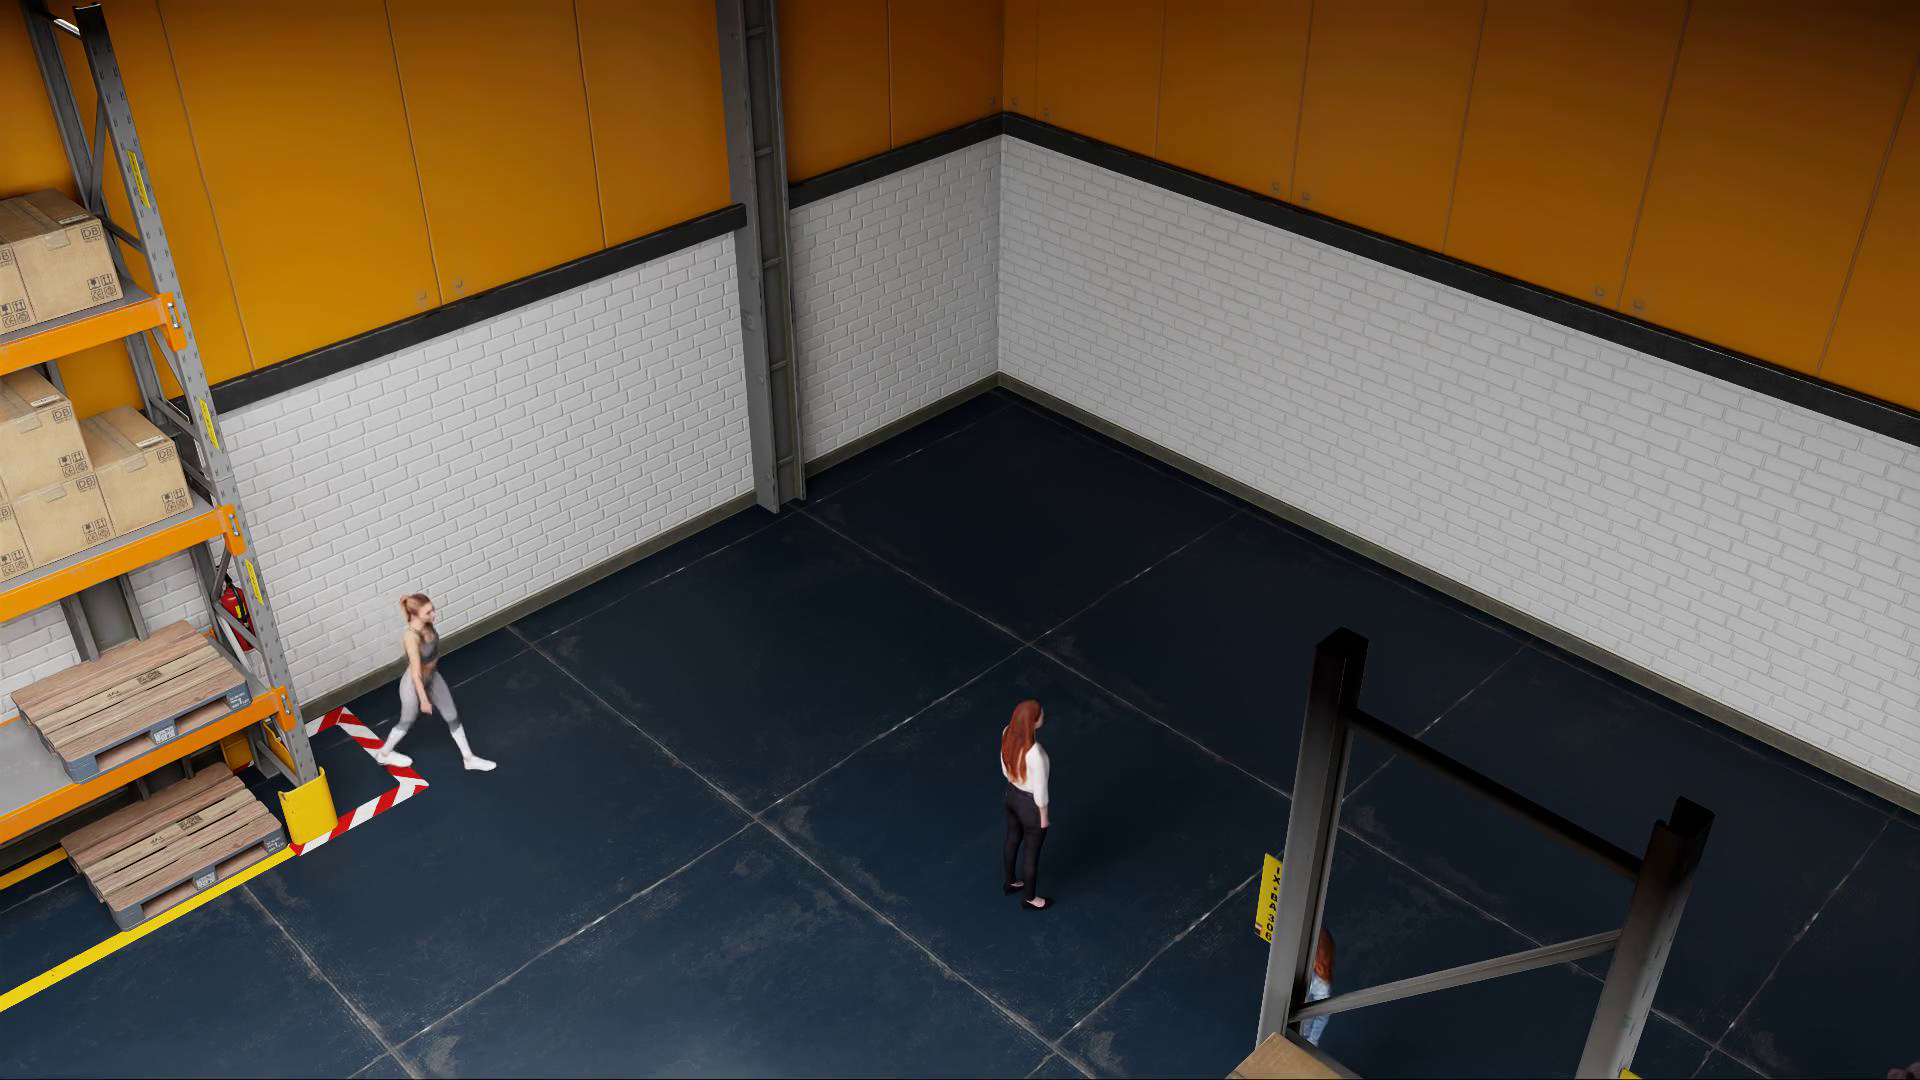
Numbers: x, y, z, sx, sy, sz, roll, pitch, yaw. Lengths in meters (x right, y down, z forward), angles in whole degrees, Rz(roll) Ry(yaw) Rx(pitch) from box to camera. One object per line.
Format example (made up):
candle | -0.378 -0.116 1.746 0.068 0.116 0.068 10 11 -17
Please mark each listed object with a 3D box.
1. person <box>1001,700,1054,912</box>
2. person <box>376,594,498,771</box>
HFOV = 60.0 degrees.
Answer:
person | 0.442 1.785 11.212 0.558 1.759 0.624 -21 39 -28
person | -4.086 1.087 12.367 1.114 1.644 1.148 3 34 5
